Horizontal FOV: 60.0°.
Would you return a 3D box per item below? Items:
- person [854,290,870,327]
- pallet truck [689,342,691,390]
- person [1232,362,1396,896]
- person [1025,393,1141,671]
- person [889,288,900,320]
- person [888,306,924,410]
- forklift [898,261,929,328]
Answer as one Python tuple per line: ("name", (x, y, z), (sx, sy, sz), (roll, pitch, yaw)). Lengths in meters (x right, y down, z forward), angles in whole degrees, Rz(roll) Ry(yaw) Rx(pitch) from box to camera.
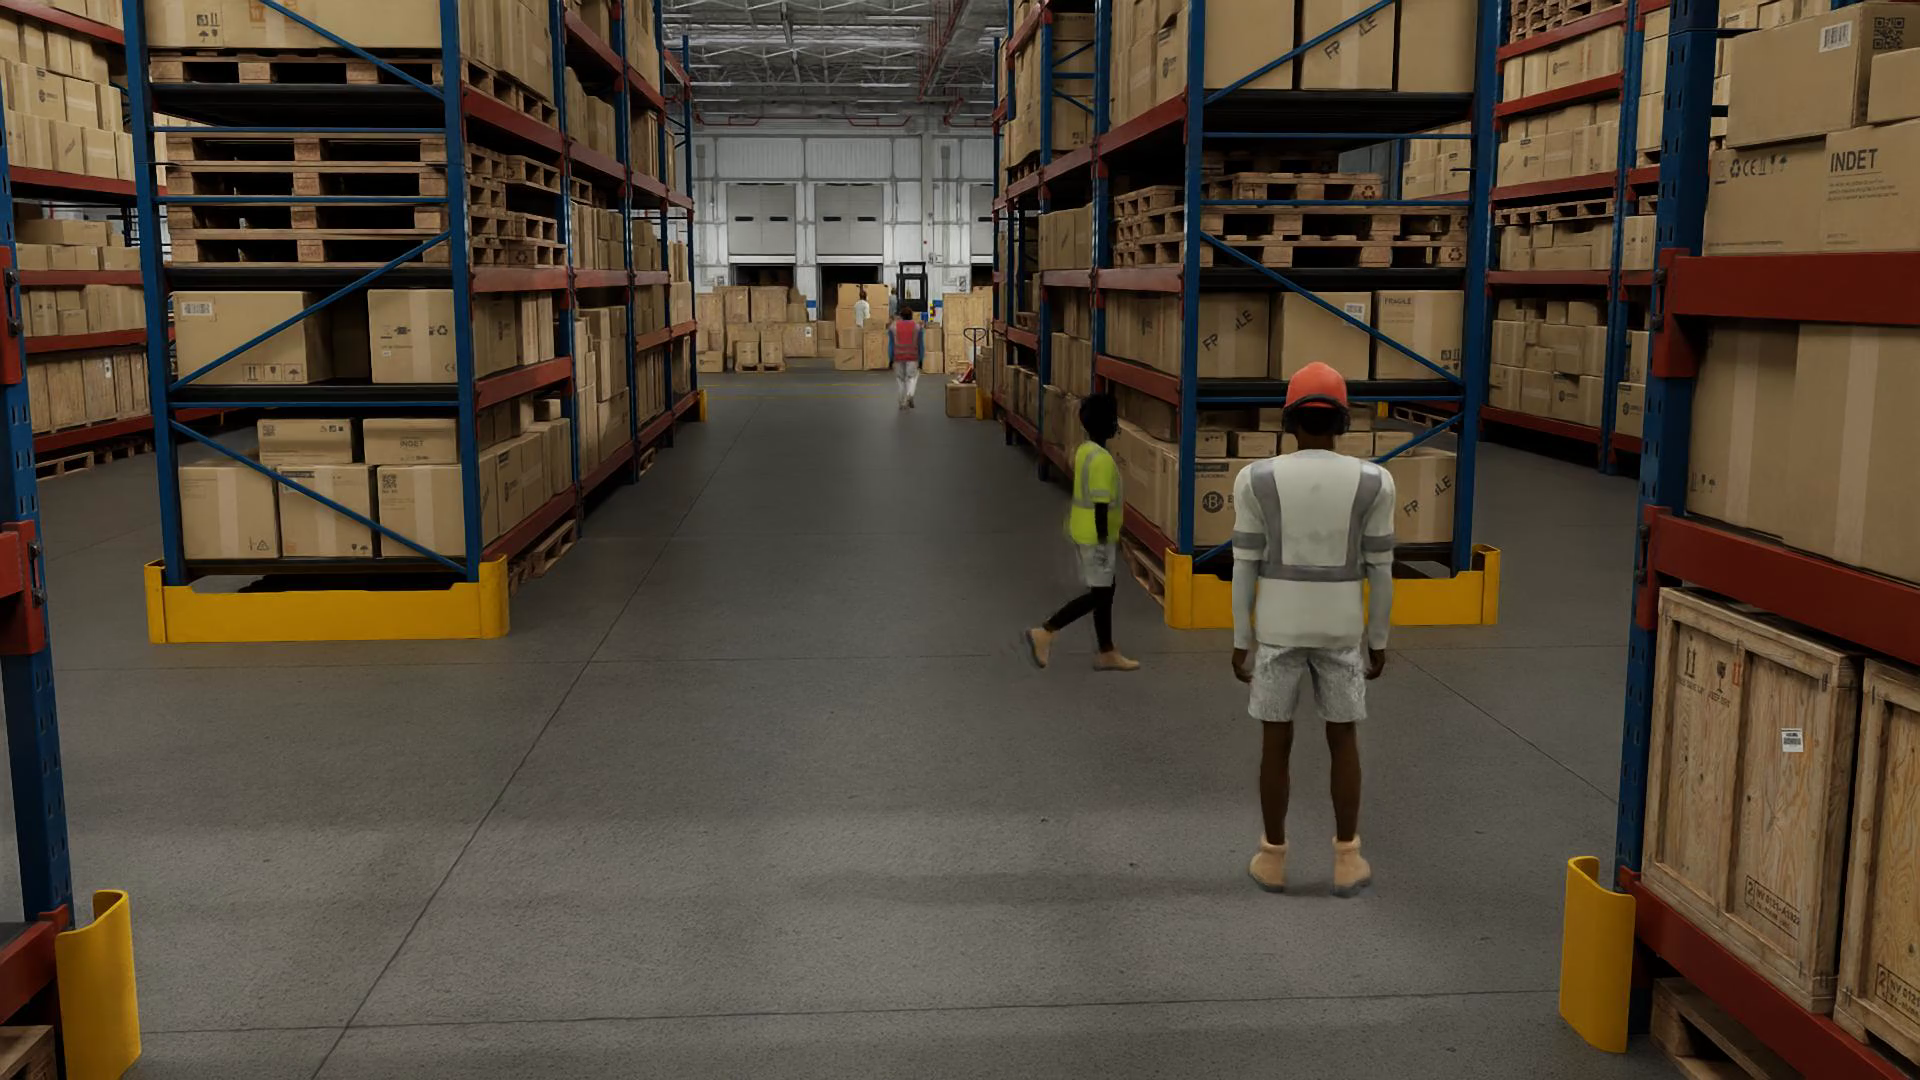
("person", (-2.658, -5.871, 45.640), (0.372, 1.940, 0.627), (-7, 11, -36))
("pallet truck", (-5.225, -3.008, 27.480), (1.885, 1.965, 0.823), (2, 9, 14))
("person", (1.337, 0.341, 6.373), (0.605, 2.031, 0.438), (1, 9, 6))
("person", (0.728, -0.026, 9.753), (0.660, 1.679, 0.539), (-1, 9, -7))
("person", (-2.314, -7.829, 57.975), (0.636, 1.931, 0.377), (3, 10, 20))
("person", (-0.937, -3.170, 29.048), (0.632, 1.829, 0.433), (1, 9, 5))
("forklift", (-1.628, -8.197, 57.300), (1.129, 2.768, 1.873), (-1, 9, -4))
